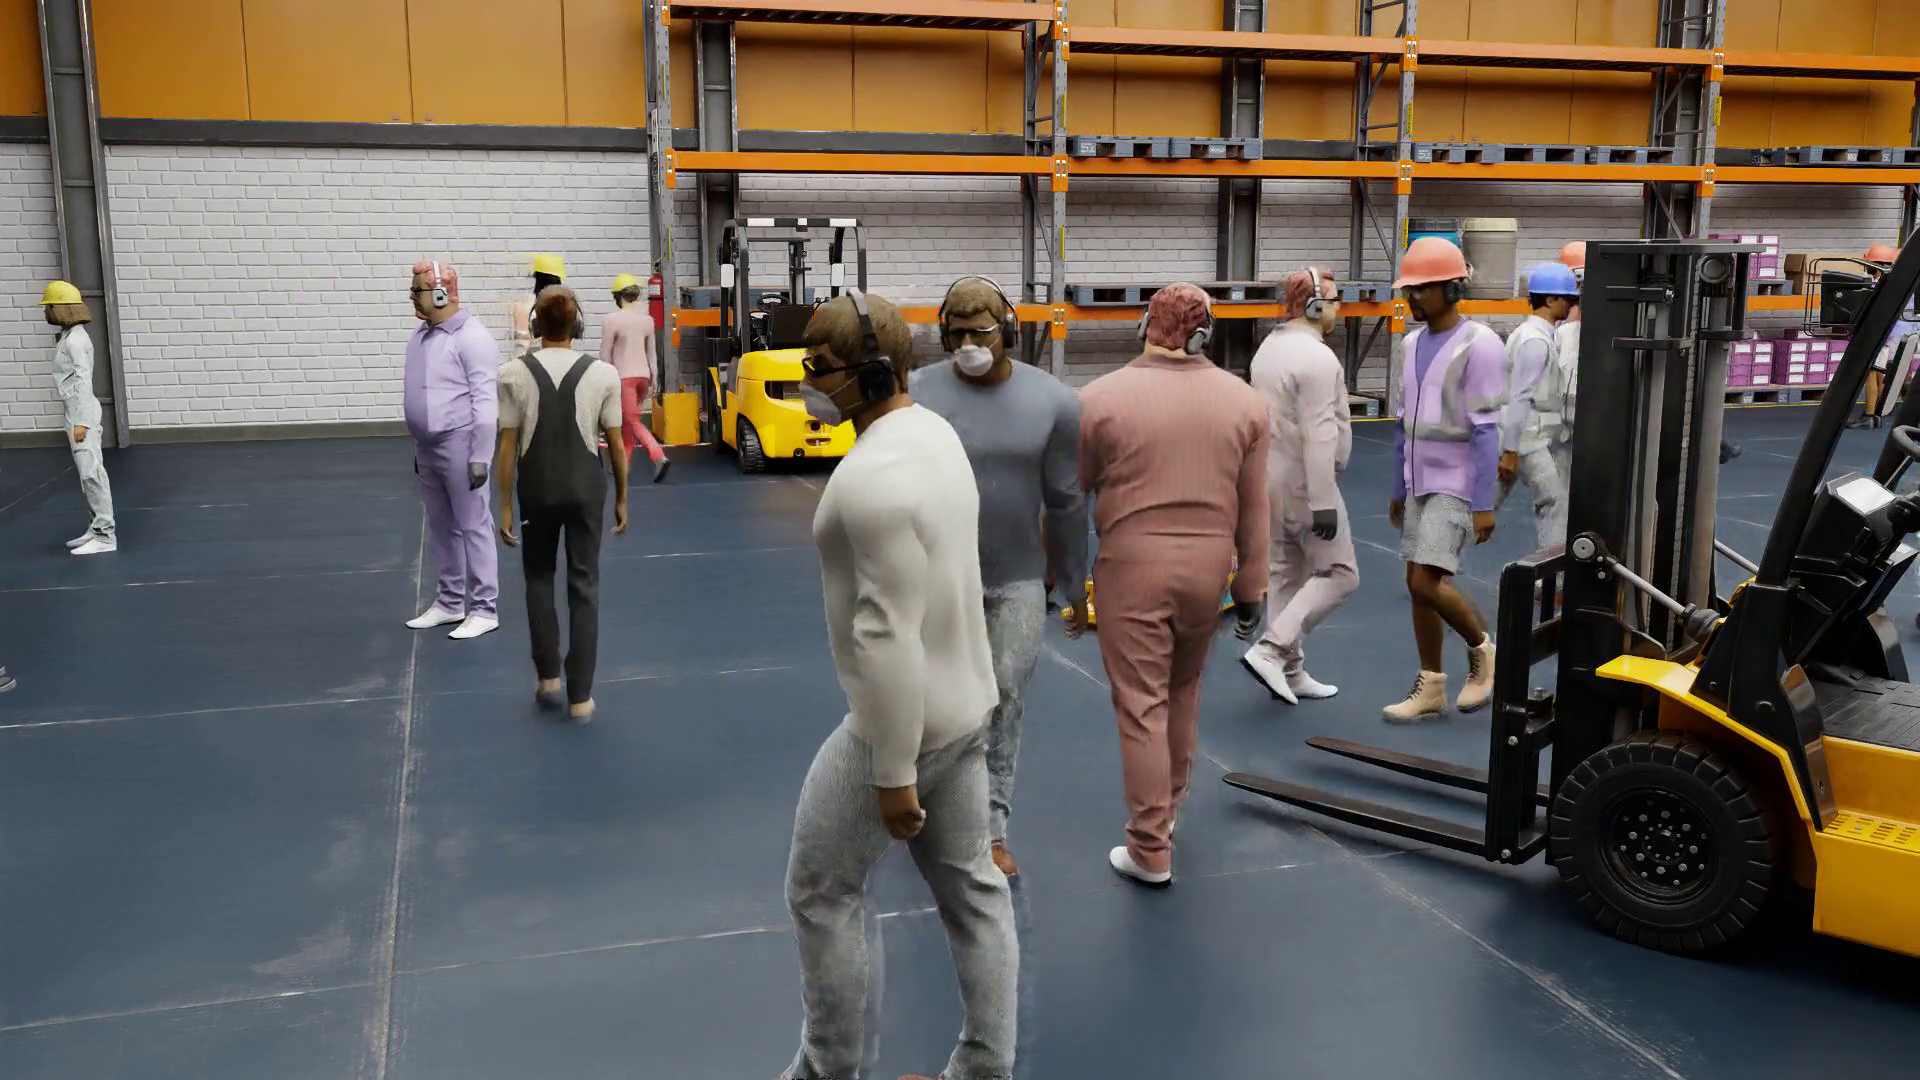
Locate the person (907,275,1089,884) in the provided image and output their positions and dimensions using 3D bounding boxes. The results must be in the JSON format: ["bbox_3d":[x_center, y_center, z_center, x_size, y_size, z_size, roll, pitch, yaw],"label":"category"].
[{"bbox_3d":[0.077,0.142,5.151,0.655,1.910,0.453,-2,10,-10],"label":"person"}]

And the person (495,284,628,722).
[{"bbox_3d":[-1.680,-0.166,7.083,0.522,1.822,0.659,-2,11,-12],"label":"person"}]

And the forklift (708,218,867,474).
[{"bbox_3d":[-1.522,-1.778,14.899,1.214,2.155,2.313,-3,11,-17],"label":"forklift"}]

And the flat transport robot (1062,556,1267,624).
[{"bbox_3d":[1.182,0.255,9.031,0.652,0.197,1.431,7,12,32],"label":"flat transport robot"}]

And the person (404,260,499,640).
[{"bbox_3d":[-2.598,-0.451,8.424,0.642,1.905,0.399,9,14,41],"label":"person"}]

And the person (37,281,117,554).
[{"bbox_3d":[-5.671,-0.781,10.670,0.324,1.742,0.492,-6,12,-30],"label":"person"}]

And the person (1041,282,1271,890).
[{"bbox_3d":[0.590,0.118,5.353,0.680,1.873,0.768,-3,11,-15],"label":"person"}]

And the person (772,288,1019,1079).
[{"bbox_3d":[-0.214,0.407,3.691,0.767,1.907,0.665,4,11,19],"label":"person"}]

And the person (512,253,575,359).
[{"bbox_3d":[-3.198,-1.304,13.144,0.712,1.890,0.580,2,11,12],"label":"person"}]

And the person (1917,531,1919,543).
[{"bbox_3d":[6.509,-0.871,10.349,0.706,2.000,0.788,-2,11,-10],"label":"person"}]

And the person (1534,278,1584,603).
[{"bbox_3d":[3.455,-0.544,9.068,0.741,1.858,0.697,-4,11,-19],"label":"person"}]

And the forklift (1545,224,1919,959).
[{"bbox_3d":[2.909,0.117,4.508,2.313,2.155,1.214,9,14,40],"label":"forklift"}]

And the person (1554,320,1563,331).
[{"bbox_3d":[6.321,-2.078,17.248,0.631,1.940,0.372,-4,11,-21],"label":"person"}]

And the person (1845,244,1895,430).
[{"bbox_3d":[9.604,-2.125,17.495,0.542,1.943,0.348,-9,14,-40],"label":"person"}]

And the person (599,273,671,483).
[{"bbox_3d":[-2.691,-1.348,13.814,0.843,1.727,0.512,8,13,36],"label":"person"}]

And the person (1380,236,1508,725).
[{"bbox_3d":[1.978,-0.224,6.846,0.499,2.022,0.629,-4,11,-19],"label":"person"}]

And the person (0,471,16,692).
[{"bbox_3d":[-4.477,-0.217,7.372,0.403,1.825,0.595,-8,13,-38],"label":"person"}]

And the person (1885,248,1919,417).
[{"bbox_3d":[10.613,-2.338,18.787,0.867,1.910,0.555,-5,11,-24],"label":"person"}]

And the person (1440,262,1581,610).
[{"bbox_3d":[2.999,-0.559,9.063,1.025,1.899,0.619,3,11,14],"label":"person"}]

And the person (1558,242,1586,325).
[{"bbox_3d":[4.143,-0.999,11.200,0.391,1.986,0.609,3,11,16],"label":"person"}]

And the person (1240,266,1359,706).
[{"bbox_3d":[1.472,-0.213,7.126,0.427,1.895,0.666,-2,11,-11],"label":"person"}]

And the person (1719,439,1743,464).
[{"bbox_3d":[6.512,-1.587,14.714,1.003,1.878,0.554,-3,11,-18],"label":"person"}]
